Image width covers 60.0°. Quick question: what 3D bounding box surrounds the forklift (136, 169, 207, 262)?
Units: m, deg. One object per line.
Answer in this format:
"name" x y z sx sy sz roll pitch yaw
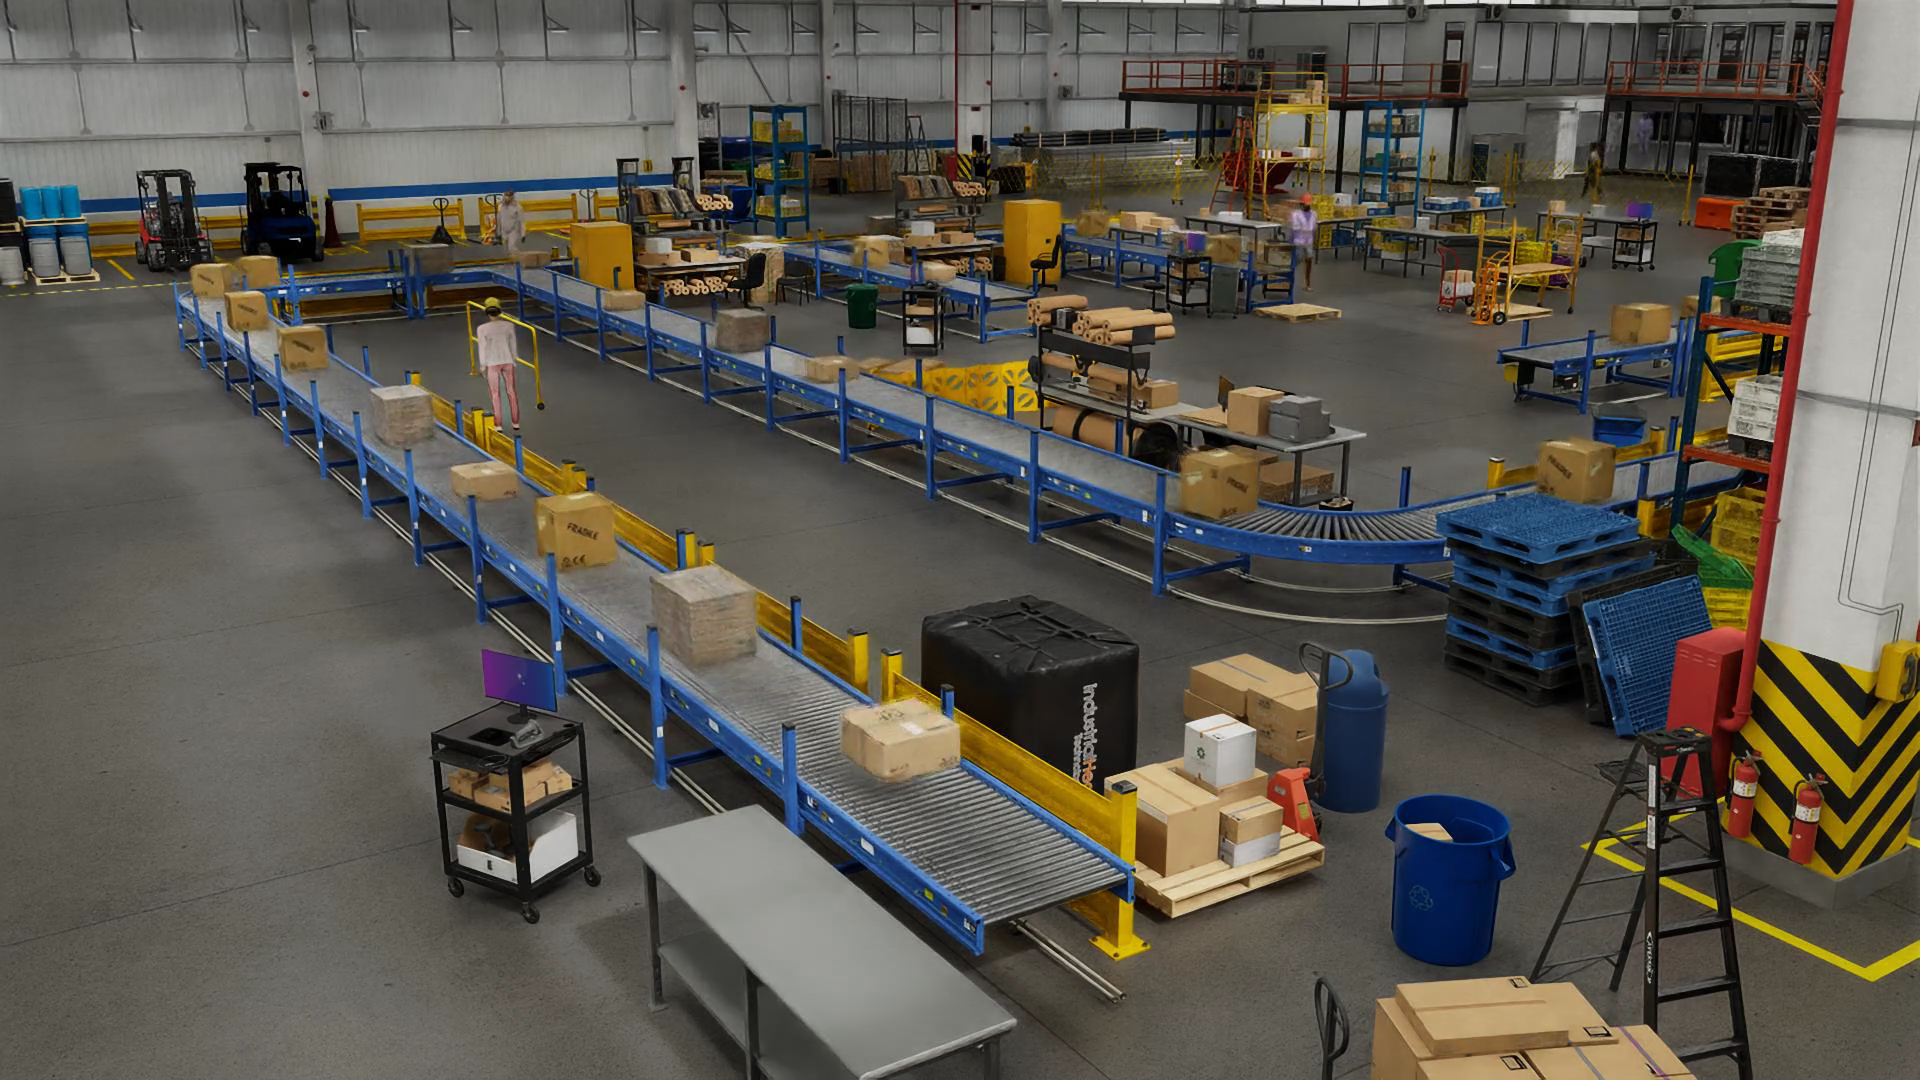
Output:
"forklift" -17.842 -7.318 37.559 1.157 1.987 2.680 -10 20 -31

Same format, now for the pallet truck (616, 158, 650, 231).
"pallet truck" -8.918 -9.176 44.255 0.823 1.965 1.885 -9 19 -27

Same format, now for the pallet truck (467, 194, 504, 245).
"pallet truck" -11.983 -8.177 42.137 0.704 1.261 1.522 -11 20 -33

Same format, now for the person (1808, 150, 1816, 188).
"person" 27.185 -11.690 52.673 0.603 1.966 0.368 11 20 33

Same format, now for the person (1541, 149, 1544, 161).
"person" 21.833 -14.478 62.501 0.498 1.633 0.285 10 20 31

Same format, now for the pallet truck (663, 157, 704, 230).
"pallet truck" -7.586 -9.308 44.692 0.823 1.965 1.885 -11 20 -33

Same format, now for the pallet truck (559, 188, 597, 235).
"pallet truck" -10.010 -8.652 43.699 0.653 1.274 1.630 -10 20 -31

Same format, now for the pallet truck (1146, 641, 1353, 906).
"pallet truck" 1.664 1.407 10.232 1.630 1.274 0.653 -10 20 -31

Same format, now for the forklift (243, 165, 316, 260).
"forklift" -15.898 -7.669 38.708 1.157 1.987 2.680 -11 20 -33

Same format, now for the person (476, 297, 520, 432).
"person" -6.038 -2.289 21.738 0.525 1.765 0.329 -12 20 -35

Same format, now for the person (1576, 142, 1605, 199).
"person" 20.446 -11.919 53.697 0.805 1.820 0.518 8 19 25

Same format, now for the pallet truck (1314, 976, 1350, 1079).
"pallet truck" 2.299 2.390 7.086 1.601 1.201 0.680 -2 17 -7

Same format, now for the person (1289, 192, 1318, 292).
"person" 6.988 -6.119 34.076 0.622 2.019 0.784 -6 18 -18

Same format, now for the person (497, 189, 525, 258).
"person" -9.728 -6.685 36.159 0.650 1.887 0.787 8 19 25

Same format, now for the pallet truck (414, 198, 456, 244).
"pallet truck" -13.250 -8.060 41.856 0.680 1.201 1.601 -10 20 -31
